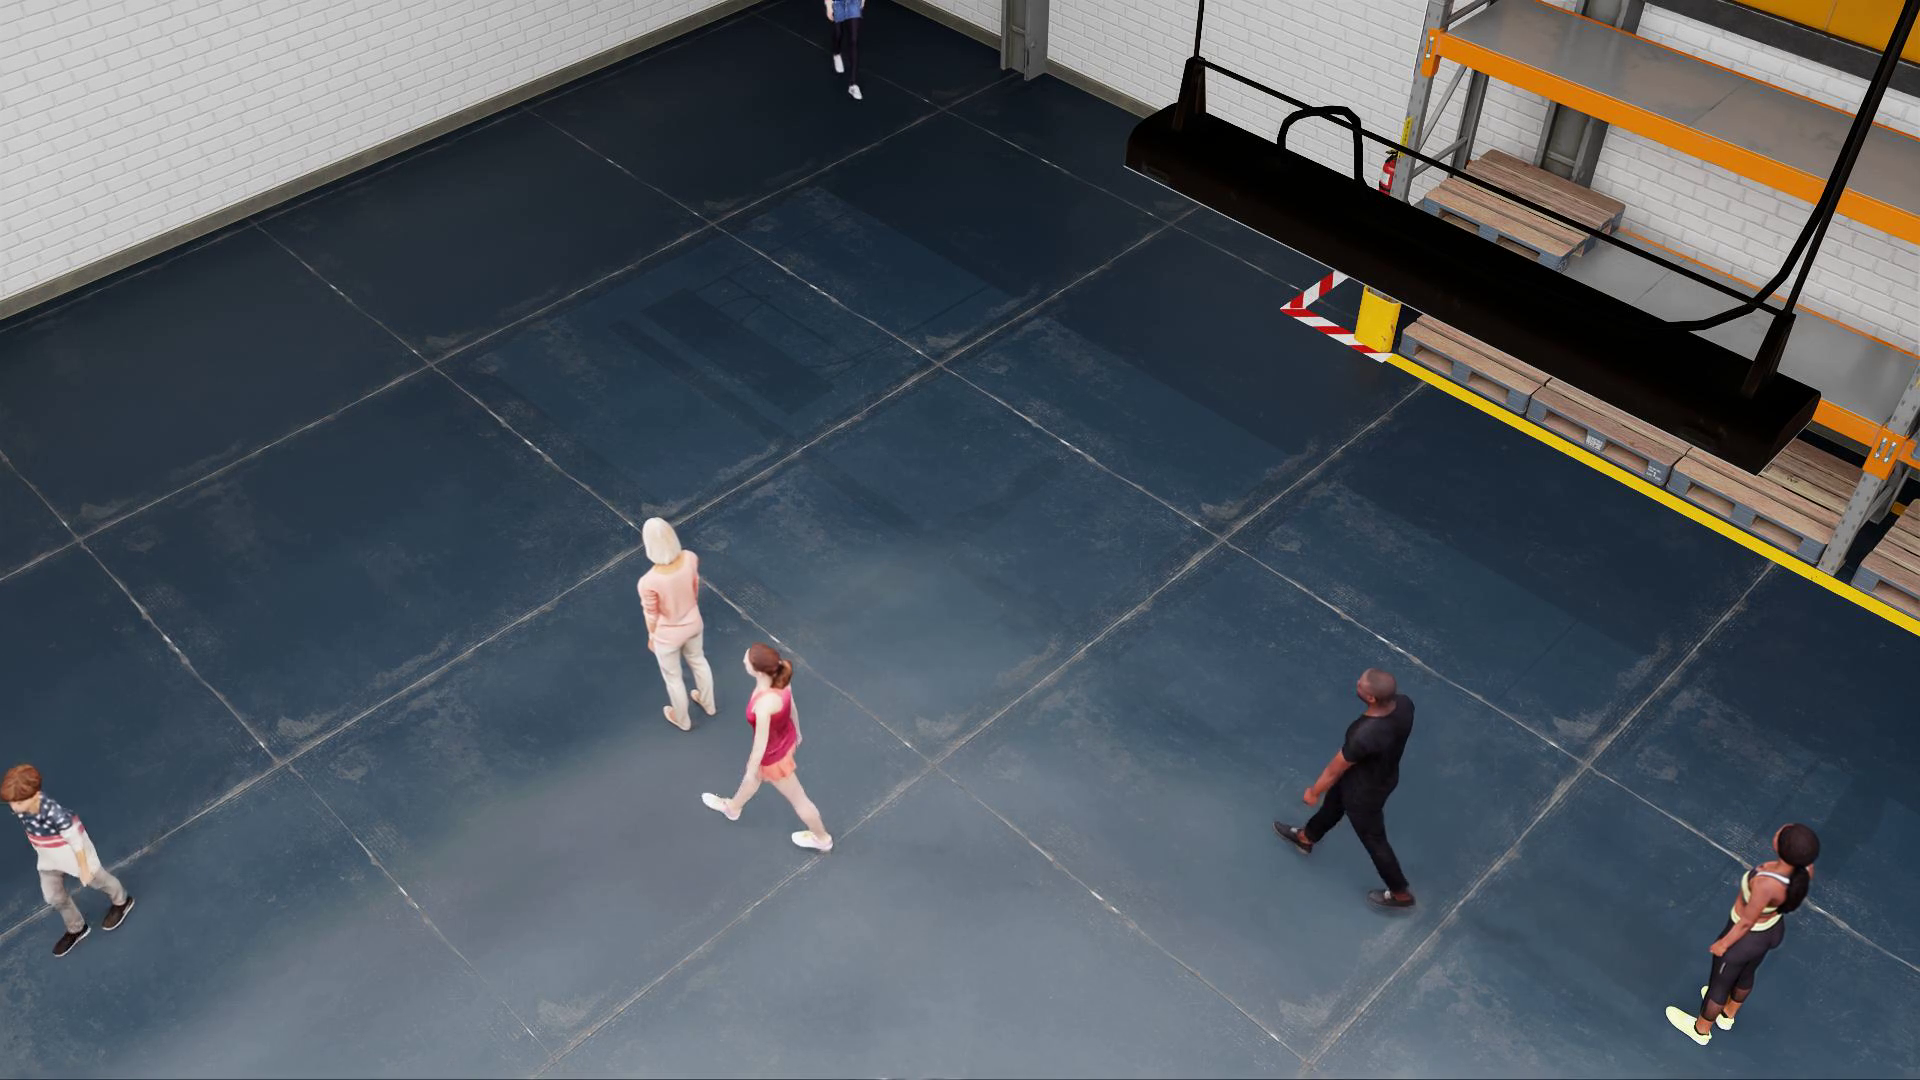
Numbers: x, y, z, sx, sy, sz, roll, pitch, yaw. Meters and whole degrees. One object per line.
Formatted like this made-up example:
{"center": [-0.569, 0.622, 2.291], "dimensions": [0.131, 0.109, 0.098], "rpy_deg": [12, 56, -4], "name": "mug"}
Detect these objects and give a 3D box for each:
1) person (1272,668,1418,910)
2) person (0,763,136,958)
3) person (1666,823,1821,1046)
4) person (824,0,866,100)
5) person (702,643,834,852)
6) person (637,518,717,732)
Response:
{"center": [2.391, 1.474, 9.498], "dimensions": [1.223, 1.768, 0.738], "rpy_deg": [31, 51, 28], "name": "person"}
{"center": [-5.068, 1.724, 9.484], "dimensions": [0.756, 1.425, 0.773], "rpy_deg": [11, 45, 12], "name": "person"}
{"center": [4.210, 2.105, 8.846], "dimensions": [0.623, 1.754, 0.597], "rpy_deg": [-20, 47, -20], "name": "person"}
{"center": [-1.191, -5.421, 16.742], "dimensions": [1.047, 1.758, 1.264], "rpy_deg": [-11, 45, -11], "name": "person"}
{"center": [-1.001, 1.259, 9.763], "dimensions": [1.154, 1.713, 0.971], "rpy_deg": [8, 44, 8], "name": "person"}
{"center": [-1.795, 0.540, 10.510], "dimensions": [0.534, 1.725, 0.599], "rpy_deg": [30, 51, 28], "name": "person"}
